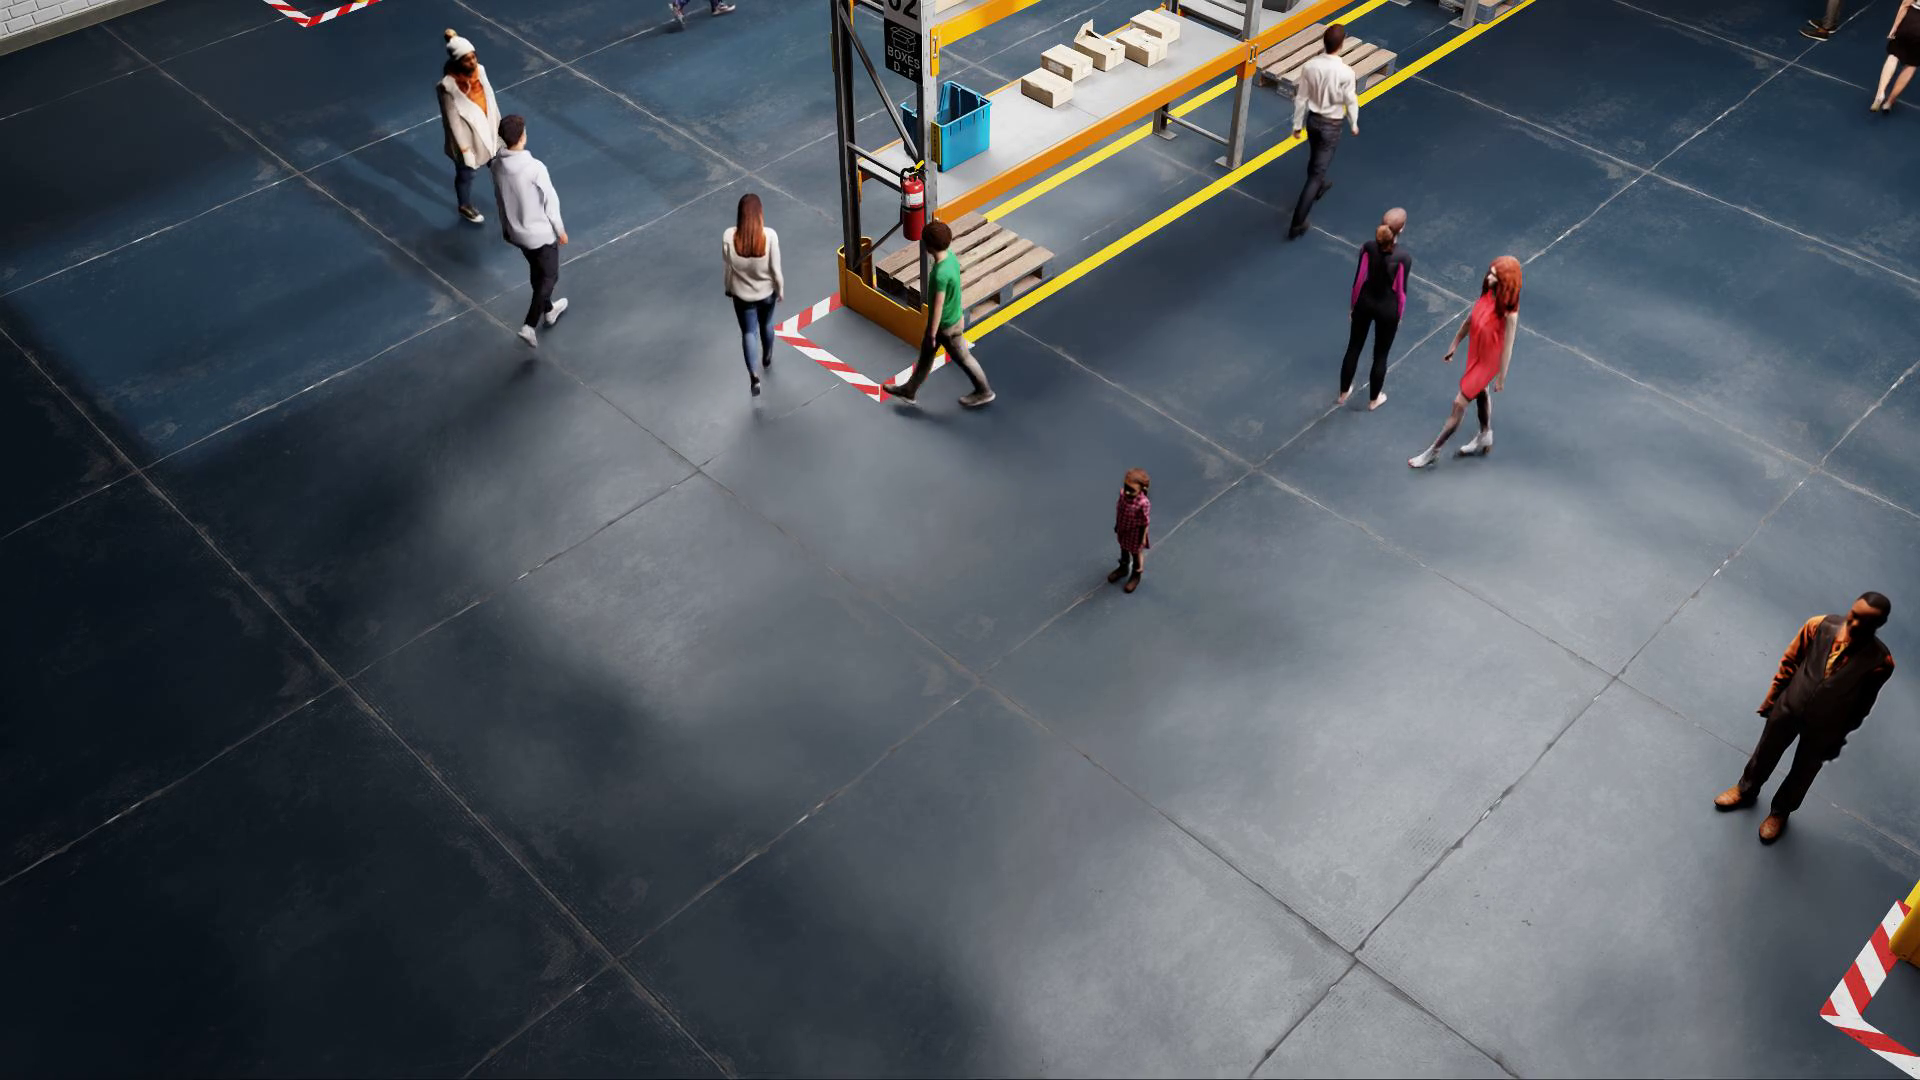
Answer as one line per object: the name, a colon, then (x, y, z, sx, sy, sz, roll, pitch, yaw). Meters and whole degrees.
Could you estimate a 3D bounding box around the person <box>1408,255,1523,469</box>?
person: (3.886, -1.292, 12.069, 1.051, 1.800, 0.926, -6, 44, -7)

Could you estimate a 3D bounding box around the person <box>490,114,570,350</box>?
person: (-3.427, -2.392, 13.146, 0.973, 1.906, 1.195, 13, 45, 13)

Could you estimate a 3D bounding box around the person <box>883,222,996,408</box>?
person: (-0.014, -1.639, 12.577, 1.150, 1.601, 1.092, -1, 44, -1)

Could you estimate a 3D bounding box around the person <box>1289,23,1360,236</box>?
person: (3.111, -3.502, 14.370, 0.709, 1.827, 1.162, 30, 51, 28)

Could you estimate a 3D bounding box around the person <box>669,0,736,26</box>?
person: (-2.767, -6.198, 17.301, 1.081, 1.687, 0.791, -23, 48, -22)

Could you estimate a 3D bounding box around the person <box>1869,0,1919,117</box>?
person: (9.066, -4.776, 15.769, 0.704, 1.741, 0.831, 25, 49, 24)

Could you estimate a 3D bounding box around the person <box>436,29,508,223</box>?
person: (-4.266, -3.508, 14.369, 0.888, 1.836, 1.159, 26, 49, 25)

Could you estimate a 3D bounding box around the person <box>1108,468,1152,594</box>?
person: (1.183, -0.096, 11.377, 0.445, 1.022, 0.432, -31, 52, -29)

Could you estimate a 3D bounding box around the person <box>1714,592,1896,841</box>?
person: (4.926, 0.987, 9.598, 0.631, 1.908, 0.708, -29, 51, -27)

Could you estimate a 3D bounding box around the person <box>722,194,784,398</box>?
person: (-1.580, -1.859, 12.758, 1.052, 1.670, 1.076, -2, 44, -2)

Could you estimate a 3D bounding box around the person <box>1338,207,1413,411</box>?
person: (3.147, -1.746, 12.583, 0.620, 1.748, 0.626, 22, 48, 21)
